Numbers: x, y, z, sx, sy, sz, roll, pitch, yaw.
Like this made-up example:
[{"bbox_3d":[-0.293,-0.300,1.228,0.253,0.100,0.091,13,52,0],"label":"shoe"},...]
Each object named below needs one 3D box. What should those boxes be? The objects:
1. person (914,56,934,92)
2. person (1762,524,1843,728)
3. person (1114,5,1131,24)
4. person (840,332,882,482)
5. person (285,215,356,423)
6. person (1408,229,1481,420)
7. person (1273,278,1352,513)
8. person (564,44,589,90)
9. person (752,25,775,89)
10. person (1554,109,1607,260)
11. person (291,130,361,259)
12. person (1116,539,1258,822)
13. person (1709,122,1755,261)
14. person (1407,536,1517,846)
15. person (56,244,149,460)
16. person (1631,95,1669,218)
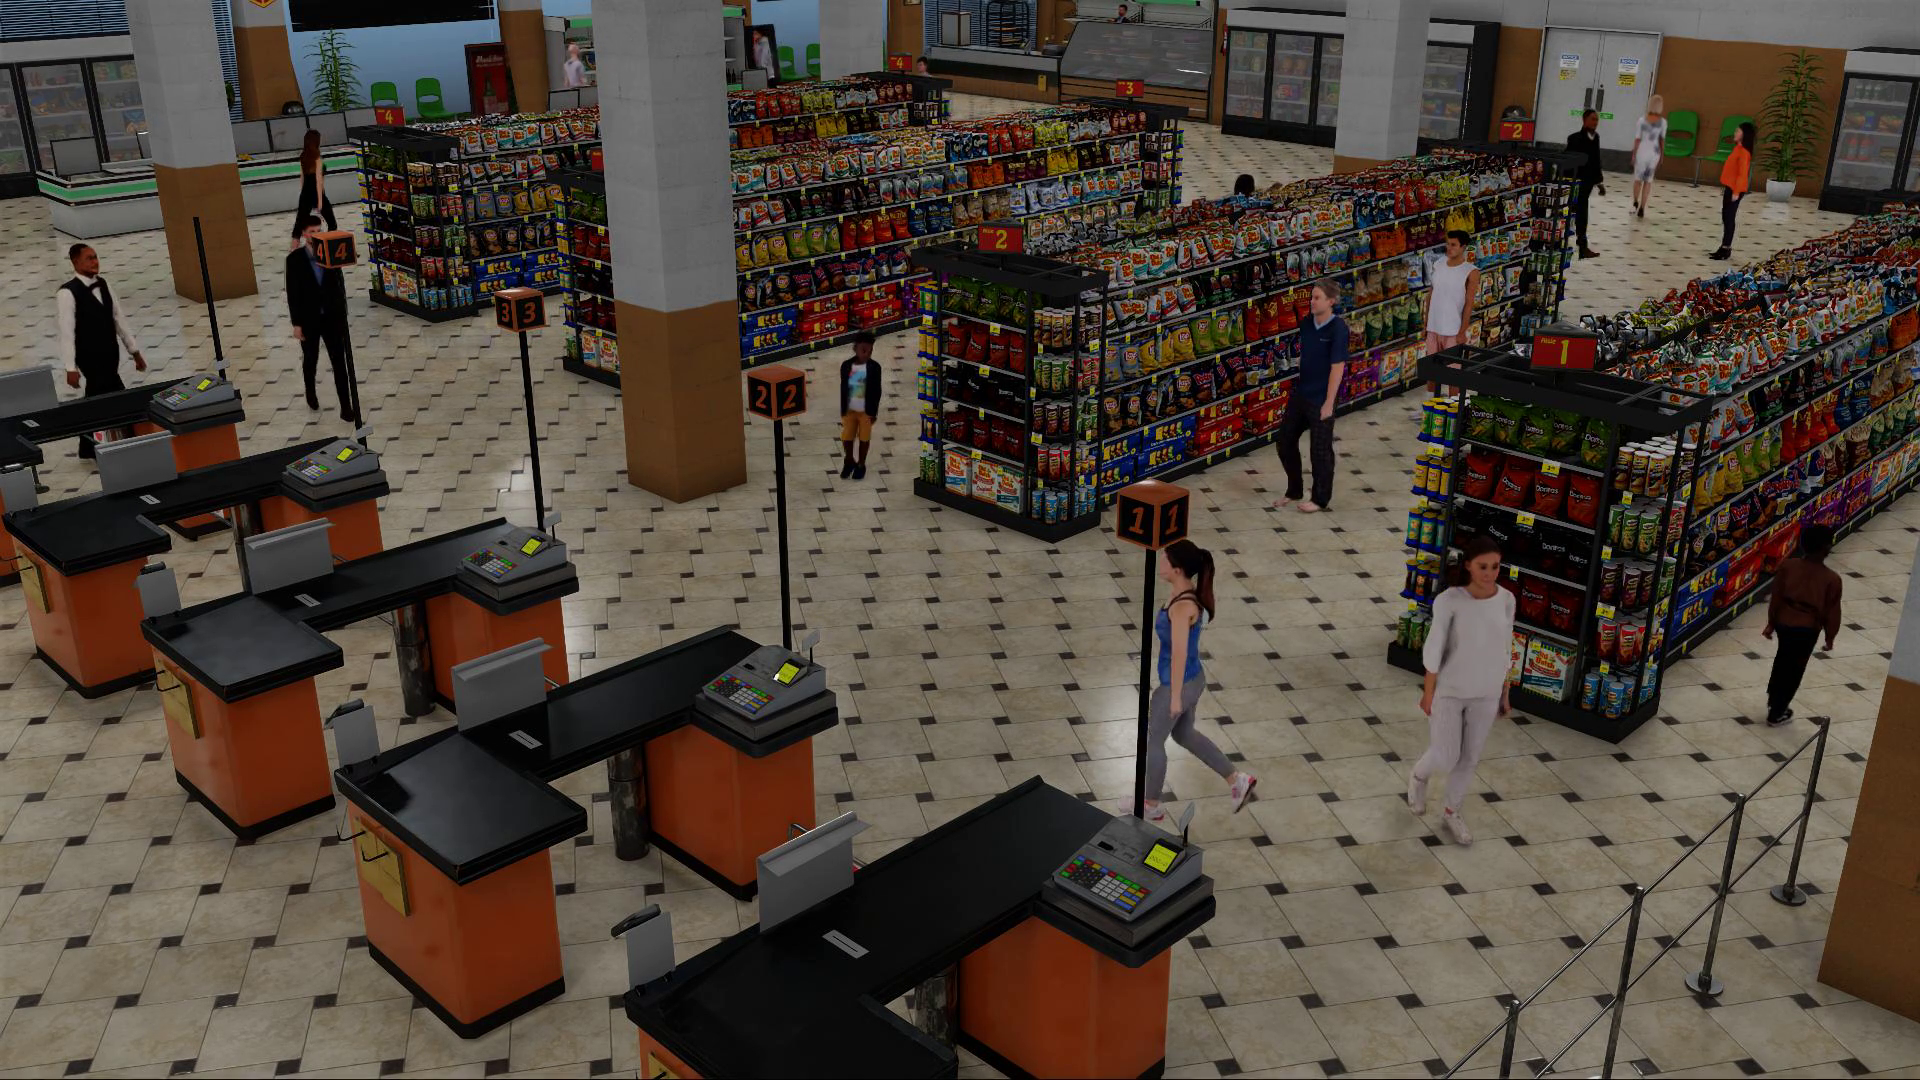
[{"bbox_3d":[-0.605,-7.269,28.223,0.703,1.829,0.838,19,29,39],"label":"person"},{"bbox_3d":[4.832,0.511,9.646,0.536,1.243,0.543,-18,28,-37],"label":"person"},{"bbox_3d":[3.720,-11.424,38.510,0.566,1.871,0.612,-20,30,-41],"label":"person"},{"bbox_3d":[-0.798,-1.111,13.671,0.607,1.252,0.656,5,22,11],"label":"person"},{"bbox_3d":[-5.862,-2.014,15.106,1.205,1.860,0.908,-14,26,-31],"label":"person"},{"bbox_3d":[4.398,-1.918,14.963,0.614,1.787,0.666,-15,27,-33],"label":"person"},{"bbox_3d":[2.823,-1.112,12.861,0.754,1.859,0.752,-13,25,-30],"label":"person"},{"bbox_3d":[-6.961,-8.004,30.079,0.645,1.809,1.161,20,29,40],"label":"person"},{"bbox_3d":[-3.843,-9.313,33.263,1.105,1.865,0.741,-15,26,-32],"label":"person"},{"bbox_3d":[7.950,-4.614,21.558,1.093,1.873,0.878,-15,26,-33],"label":"person"},{"bbox_3d":[-8.223,-4.264,20.948,0.868,1.679,1.152,10,24,23],"label":"person"},{"bbox_3d":[1.205,0.756,8.577,0.842,1.588,0.959,8,23,20],"label":"person"},{"bbox_3d":[10.000,-4.502,21.447,0.779,1.748,0.686,5,22,12],"label":"person"},{"bbox_3d":[2.553,0.729,8.521,0.784,1.679,0.838,-5,22,-12],"label":"person"},{"bbox_3d":[-7.239,-1.496,13.809,1.219,1.864,1.283,5,22,11],"label":"person"},{"bbox_3d":[9.898,-5.475,23.938,0.901,1.696,1.172,8,23,19],"label":"person"}]
